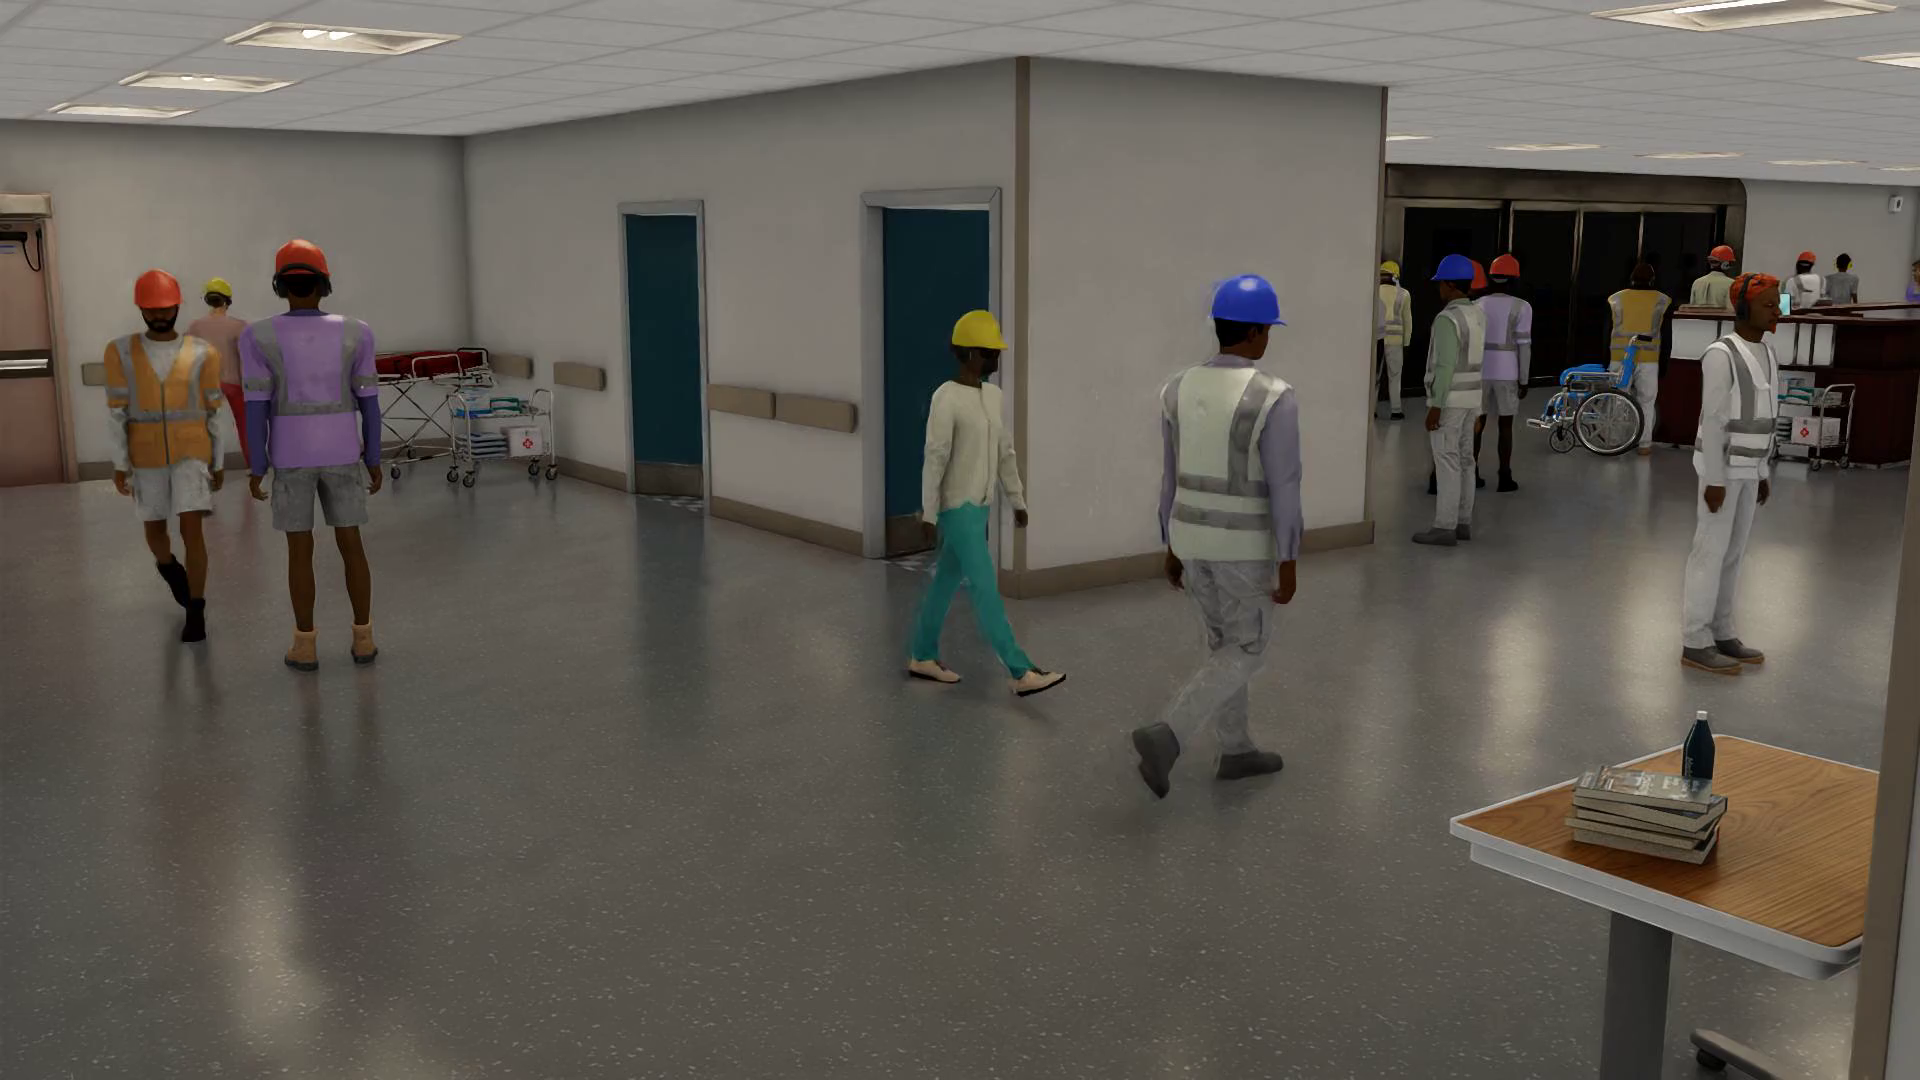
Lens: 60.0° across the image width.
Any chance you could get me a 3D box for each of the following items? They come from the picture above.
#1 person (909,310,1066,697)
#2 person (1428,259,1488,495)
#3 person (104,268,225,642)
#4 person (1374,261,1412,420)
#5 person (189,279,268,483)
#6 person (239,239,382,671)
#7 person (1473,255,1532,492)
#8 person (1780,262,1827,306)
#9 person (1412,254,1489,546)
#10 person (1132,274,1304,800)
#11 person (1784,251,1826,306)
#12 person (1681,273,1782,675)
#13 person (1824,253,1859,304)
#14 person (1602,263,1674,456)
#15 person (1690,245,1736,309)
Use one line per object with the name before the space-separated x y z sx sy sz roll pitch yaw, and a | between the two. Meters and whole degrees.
person | 0.111 -0.159 7.447 0.892 1.714 0.549 6 12 30
person | 3.961 -1.267 13.193 0.479 1.893 0.597 7 12 35
person | -4.141 -0.466 8.710 0.553 1.904 0.897 -4 11 -22
person | 4.886 -2.280 19.075 0.588 1.821 0.404 6 12 29
person | -6.276 -1.359 14.191 0.542 1.725 0.822 0 10 0
person | -3.080 -0.402 7.933 0.614 2.039 0.390 -6 12 -30
person | 4.400 -1.358 13.612 0.546 1.929 0.391 8 13 37
person | 12.513 -3.273 24.742 0.631 1.796 0.940 5 11 24
person | 3.307 -0.934 11.175 0.388 1.947 0.615 8 13 38
person | 0.924 0.007 6.004 0.790 1.922 0.611 -8 13 -38
person | 11.578 -3.016 22.927 0.650 1.913 0.404 -1 10 -8
person | 3.688 -0.318 7.906 0.576 1.882 0.362 -9 13 -41
person | 13.330 -3.404 25.231 0.515 1.873 0.329 6 12 31
person | 6.459 -1.718 15.899 0.625 1.838 0.430 4 11 23
person | 8.627 -2.358 19.020 0.395 1.992 0.622 -5 11 -27
